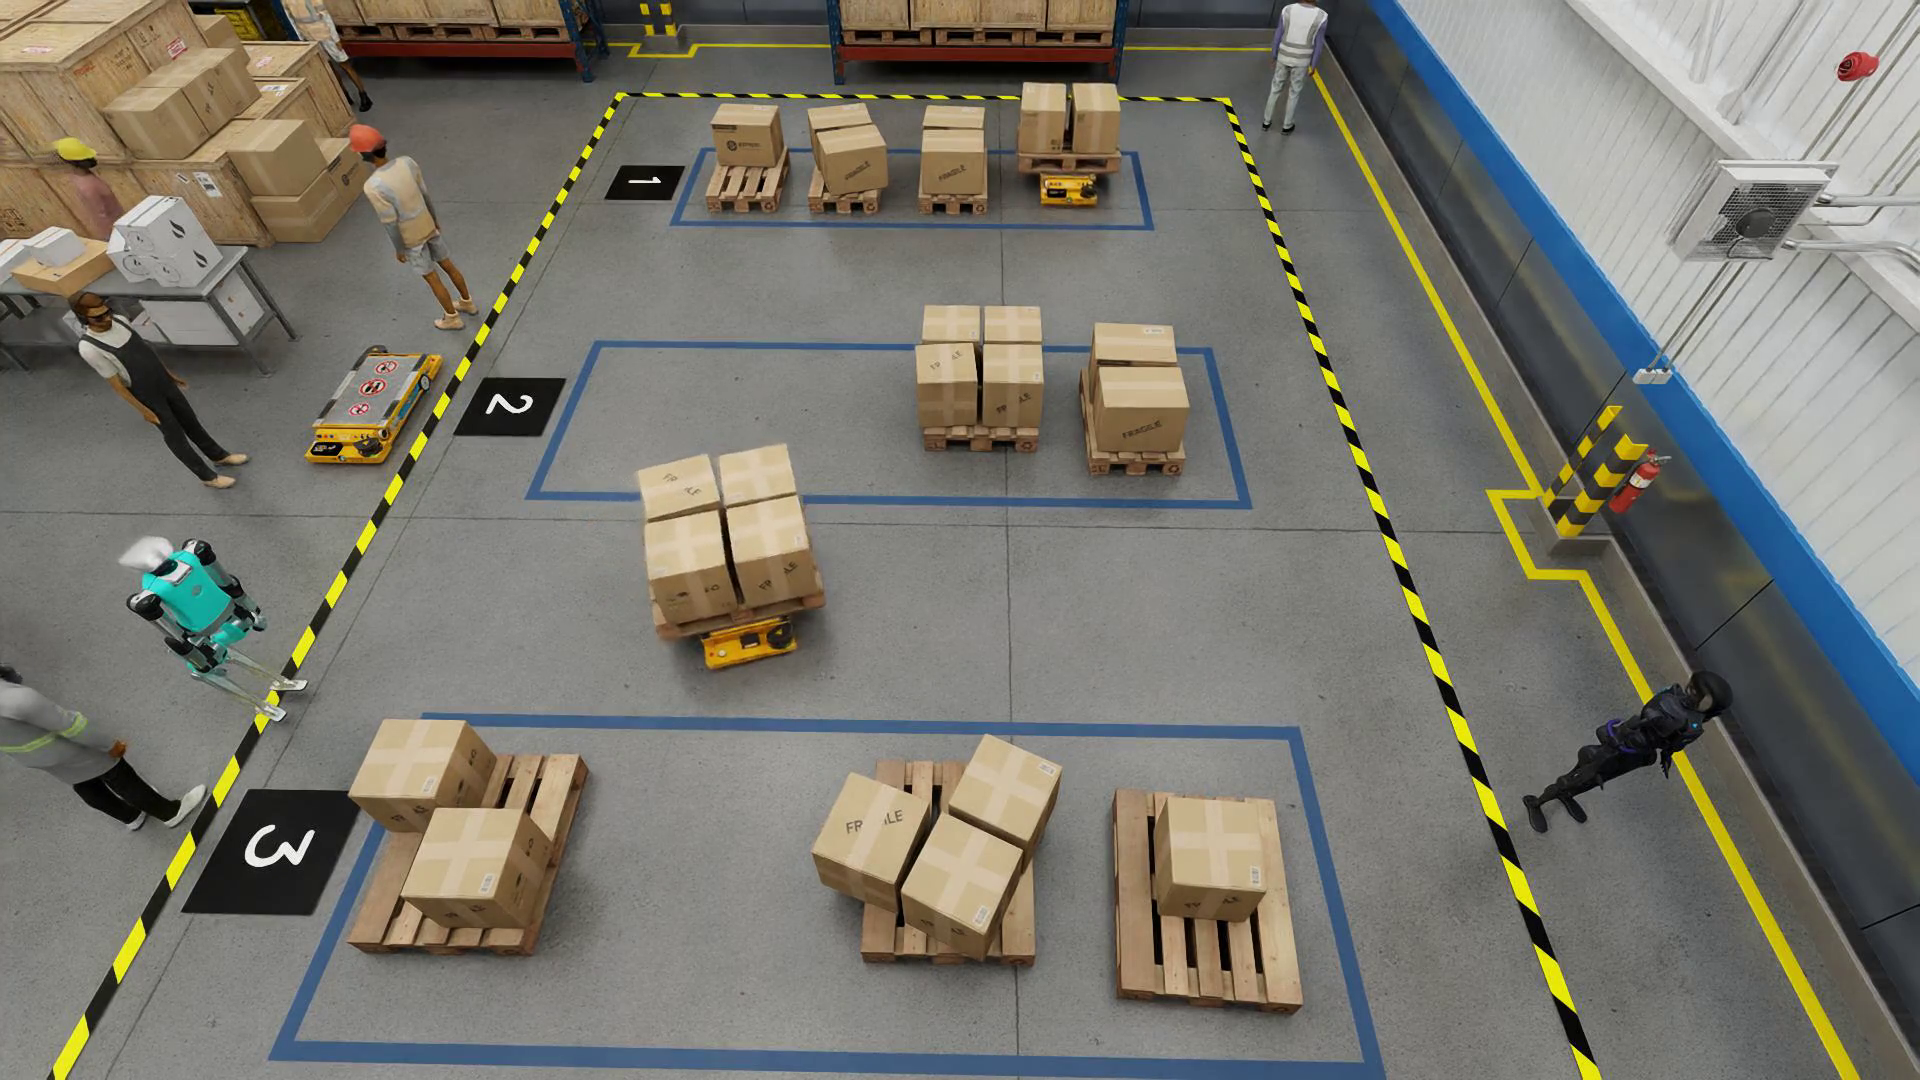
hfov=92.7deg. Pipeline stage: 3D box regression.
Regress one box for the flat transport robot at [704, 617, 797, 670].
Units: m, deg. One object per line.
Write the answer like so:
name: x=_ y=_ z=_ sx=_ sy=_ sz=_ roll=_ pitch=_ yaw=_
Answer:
flat transport robot: x=-1.709 y=0.300 z=7.095 sx=0.652 sy=0.197 sz=1.431 roll=-12 pitch=51 yaw=-10

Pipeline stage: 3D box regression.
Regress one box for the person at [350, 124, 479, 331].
person: x=-5.163 y=-2.916 z=8.673 sx=0.365 sy=2.046 sz=0.607 roll=12 pitch=51 yaw=10

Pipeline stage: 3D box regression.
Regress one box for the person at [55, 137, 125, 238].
person: x=-8.291 y=-3.095 z=9.018 sx=0.512 sy=1.737 sz=0.546 roll=-26 pitch=55 yaw=-20

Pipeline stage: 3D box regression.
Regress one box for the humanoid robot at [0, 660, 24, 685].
humanoid robot: x=-6.705 y=0.648 z=5.928 sx=0.794 sy=1.630 sz=0.610 roll=34 pitch=57 yaw=25

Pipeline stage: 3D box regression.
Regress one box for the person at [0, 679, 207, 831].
person: x=-5.236 y=1.160 z=5.348 sx=0.597 sy=1.850 sz=0.397 roll=0 pitch=50 yaw=0

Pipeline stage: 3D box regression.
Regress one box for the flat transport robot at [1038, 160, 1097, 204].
flat transport robot: x=1.297 y=-4.568 z=11.214 sx=0.652 sy=0.197 sz=1.431 roll=1 pitch=50 yaw=1

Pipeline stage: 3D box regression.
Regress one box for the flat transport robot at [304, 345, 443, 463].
flat transport robot: x=-5.383 y=-1.269 z=8.441 sx=0.659 sy=0.231 sz=1.431 roll=1 pitch=50 yaw=1

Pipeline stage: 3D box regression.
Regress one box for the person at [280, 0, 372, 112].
person: x=-8.262 y=-6.479 z=11.771 sx=0.554 sy=1.924 sz=0.413 roll=4 pitch=50 yaw=3

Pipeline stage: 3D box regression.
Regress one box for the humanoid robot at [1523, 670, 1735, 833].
humanoid robot: x=3.924 y=1.251 z=5.374 sx=0.599 sy=1.659 sz=0.315 roll=-7 pitch=50 yaw=-6

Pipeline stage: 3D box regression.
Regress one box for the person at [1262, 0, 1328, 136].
person: x=4.178 y=-6.016 z=11.434 sx=0.600 sy=1.827 sz=0.404 roll=23 pitch=53 yaw=18

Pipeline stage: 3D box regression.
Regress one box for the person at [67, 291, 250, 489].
person: x=-6.428 y=-1.182 z=7.338 sx=0.344 sy=1.839 sz=0.504 roll=-4 pitch=50 yaw=-3

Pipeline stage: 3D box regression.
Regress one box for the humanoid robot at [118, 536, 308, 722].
humanoid robot: x=-4.862 y=0.556 z=5.844 sx=0.735 sy=1.681 sz=0.533 roll=9 pitch=50 yaw=8
